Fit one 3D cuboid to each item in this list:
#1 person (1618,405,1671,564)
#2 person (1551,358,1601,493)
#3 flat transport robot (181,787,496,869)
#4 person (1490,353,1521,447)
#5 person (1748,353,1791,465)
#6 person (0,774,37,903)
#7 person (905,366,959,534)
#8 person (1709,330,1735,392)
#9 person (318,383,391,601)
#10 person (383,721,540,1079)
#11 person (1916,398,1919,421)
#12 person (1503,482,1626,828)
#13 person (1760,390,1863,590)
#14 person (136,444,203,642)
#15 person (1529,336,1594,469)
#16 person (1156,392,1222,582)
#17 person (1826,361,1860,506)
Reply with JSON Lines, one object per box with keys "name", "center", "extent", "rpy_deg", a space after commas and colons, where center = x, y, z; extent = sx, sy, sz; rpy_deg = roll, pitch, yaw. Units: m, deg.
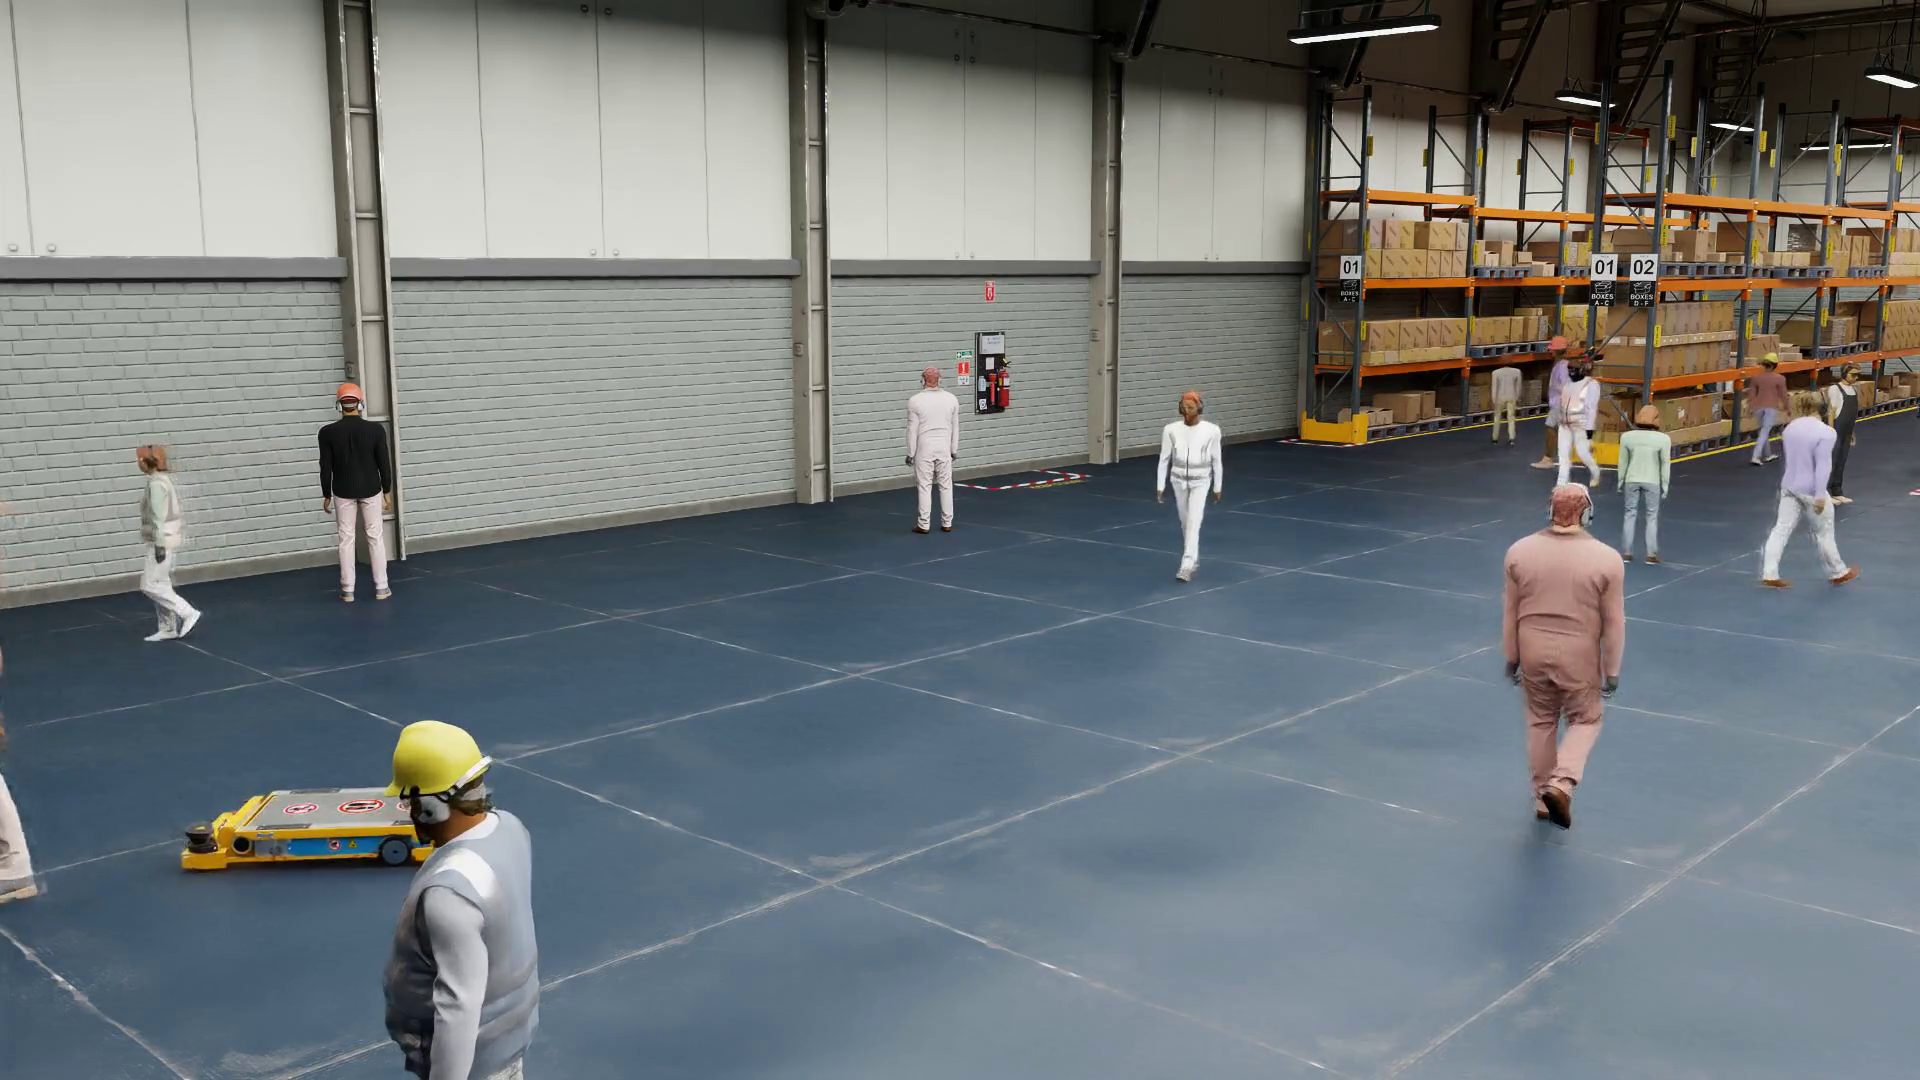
{"name": "person", "center": [7.008, -0.569, 17.057], "extent": [0.507, 1.631, 0.266], "rpy_deg": [6, 11, 33]}
{"name": "person", "center": [8.335, -1.538, 22.403], "extent": [0.700, 1.821, 0.634], "rpy_deg": [-6, 11, -34]}
{"name": "flat transport robot", "center": [-3.208, 1.486, 8.678], "extent": [1.431, 0.197, 0.652], "rpy_deg": [-1, 9, -6]}
{"name": "person", "center": [9.282, -2.388, 28.275], "extent": [0.500, 1.592, 0.853], "rpy_deg": [1, 9, 6]}
{"name": "person", "center": [12.434, -2.012, 25.611], "extent": [0.932, 1.720, 0.538], "rpy_deg": [-6, 11, -34]}
{"name": "person", "center": [-4.810, 0.808, 7.656], "extent": [0.936, 1.957, 0.657], "rpy_deg": [-8, 12, -39]}
{"name": "person", "center": [-0.328, -1.023, 18.991], "extent": [0.639, 1.911, 0.406], "rpy_deg": [-4, 10, -23]}
{"name": "person", "center": [14.903, -3.201, 32.447], "extent": [0.592, 1.850, 0.864], "rpy_deg": [7, 12, 36]}
{"name": "person", "center": [-5.496, -0.432, 15.150], "extent": [0.611, 1.987, 0.392], "rpy_deg": [-3, 10, -19]}
{"name": "person", "center": [-1.372, 1.383, 4.593], "extent": [0.403, 1.822, 0.588], "rpy_deg": [0, 9, -1]}
{"name": "person", "center": [14.952, -1.920, 25.432], "extent": [0.506, 1.592, 0.883], "rpy_deg": [9, 13, 43]}
{"name": "person", "center": [3.232, 0.633, 8.964], "extent": [0.646, 1.890, 0.579], "rpy_deg": [7, 12, 36]}
{"name": "person", "center": [8.036, -0.462, 15.627], "extent": [1.032, 1.883, 0.657], "rpy_deg": [-2, 10, -15]}
{"name": "person", "center": [-6.448, 0.034, 13.413], "extent": [0.393, 1.621, 0.531], "rpy_deg": [-4, 10, -24]}
{"name": "person", "center": [9.042, -2.043, 24.888], "extent": [0.806, 2.021, 0.608], "rpy_deg": [3, 10, 20]}
{"name": "person", "center": [2.237, -0.534, 16.273], "extent": [0.595, 1.828, 1.004], "rpy_deg": [4, 10, 23]}
{"name": "person", "center": [11.280, -1.366, 21.280], "extent": [0.505, 1.844, 0.344], "rpy_deg": [-6, 11, -31]}
